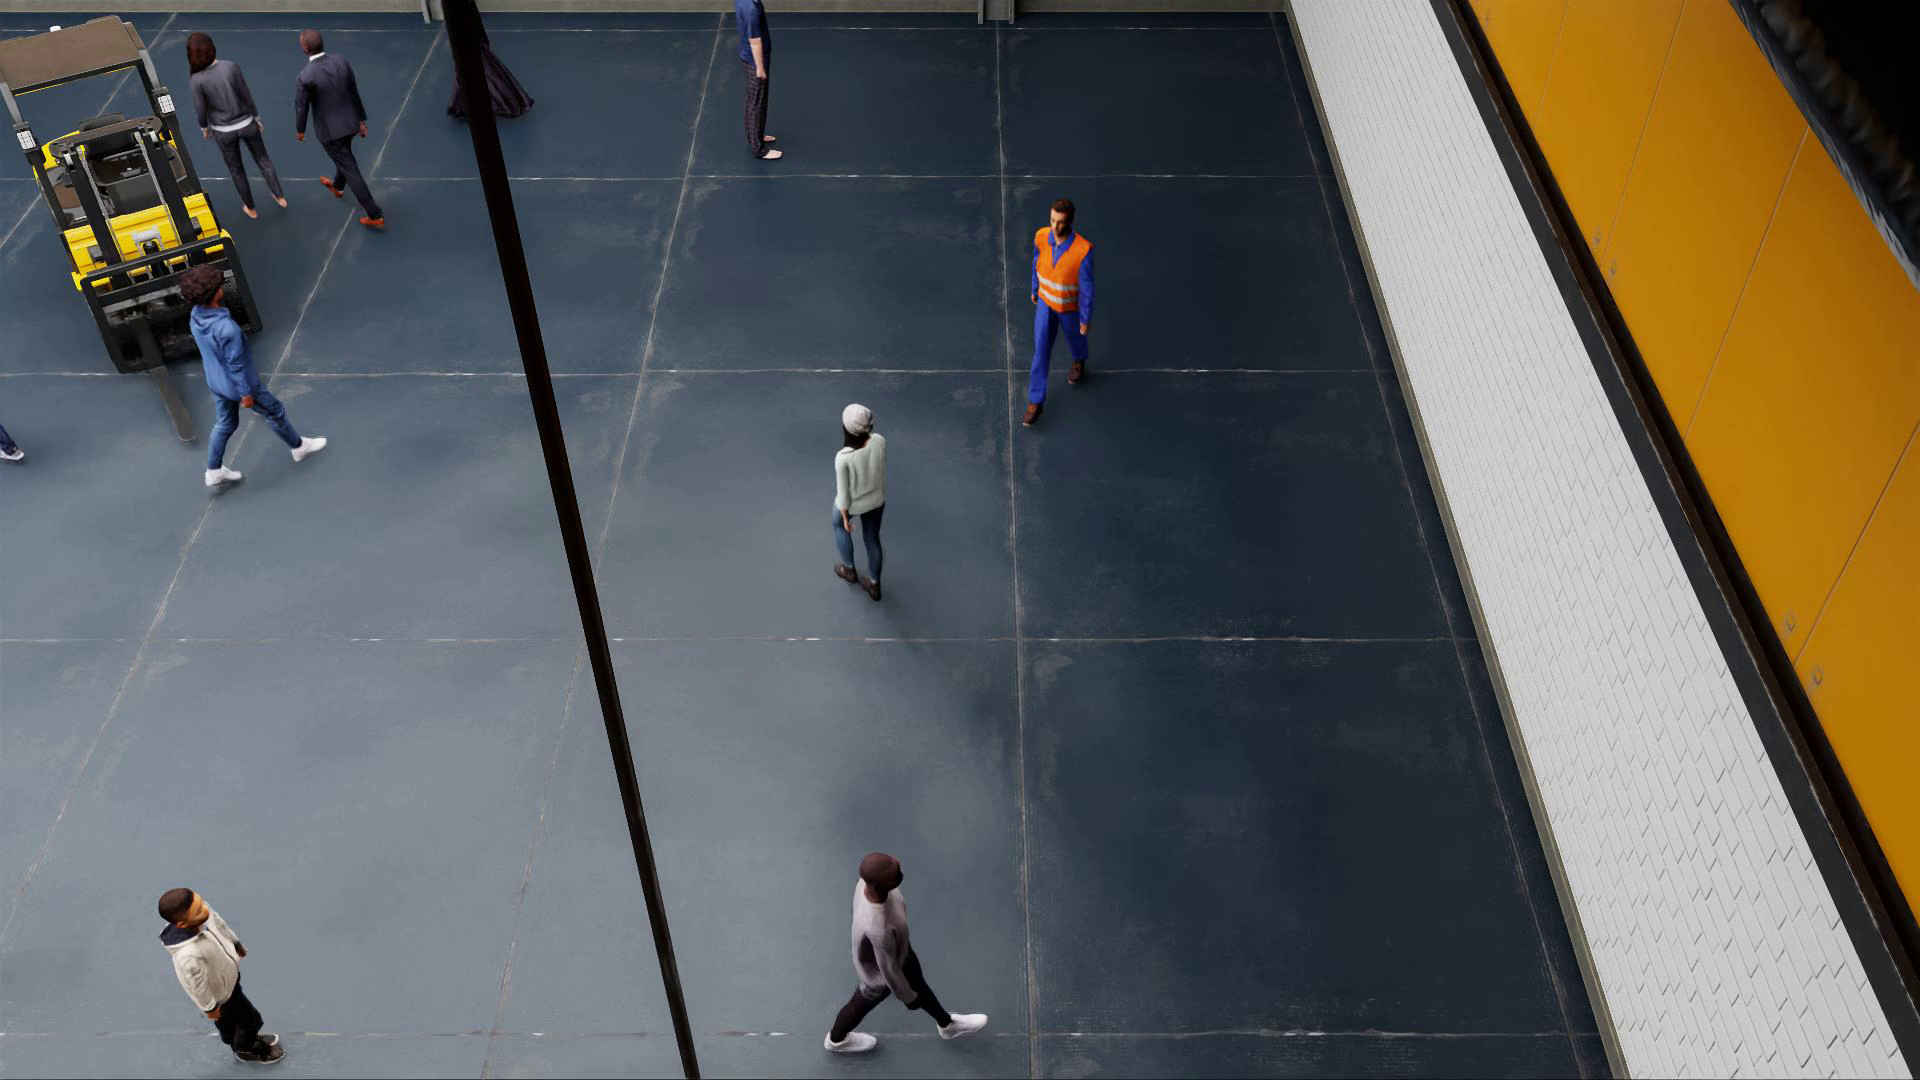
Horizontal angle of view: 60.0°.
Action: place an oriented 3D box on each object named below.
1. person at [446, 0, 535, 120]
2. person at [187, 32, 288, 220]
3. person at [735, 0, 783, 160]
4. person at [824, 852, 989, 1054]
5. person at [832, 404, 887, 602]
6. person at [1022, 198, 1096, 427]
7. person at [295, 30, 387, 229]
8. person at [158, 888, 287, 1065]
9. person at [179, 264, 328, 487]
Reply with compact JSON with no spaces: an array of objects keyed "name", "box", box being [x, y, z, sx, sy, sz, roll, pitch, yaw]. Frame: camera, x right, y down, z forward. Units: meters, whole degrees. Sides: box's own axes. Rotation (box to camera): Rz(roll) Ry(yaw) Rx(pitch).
[{"name":"person","box":[-4.780,-4.761,15.985,1.130,1.606,0.750,-7,44,-7]},{"name":"person","box":[-6.406,-3.635,14.688,0.721,1.765,0.814,-25,49,-24]},{"name":"person","box":[-1.906,-4.482,15.501,0.610,1.870,0.700,-9,44,-9]},{"name":"person","box":[-0.500,2.190,8.599,1.116,1.730,0.655,-1,44,-1]},{"name":"person","box":[-0.616,-0.225,11.206,0.746,1.630,0.797,-23,48,-22]},{"name":"person","box":[0.821,-1.845,12.769,1.284,1.820,1.145,18,46,18]},{"name":"person","box":[-5.406,-3.564,14.600,1.298,1.784,1.118,23,48,23]},{"name":"person","box":[-3.956,2.306,8.682,0.620,1.448,0.661,-11,45,-11]},{"name":"person","box":[-5.350,-1.123,12.050,1.185,1.768,1.197,30,51,28]}]
